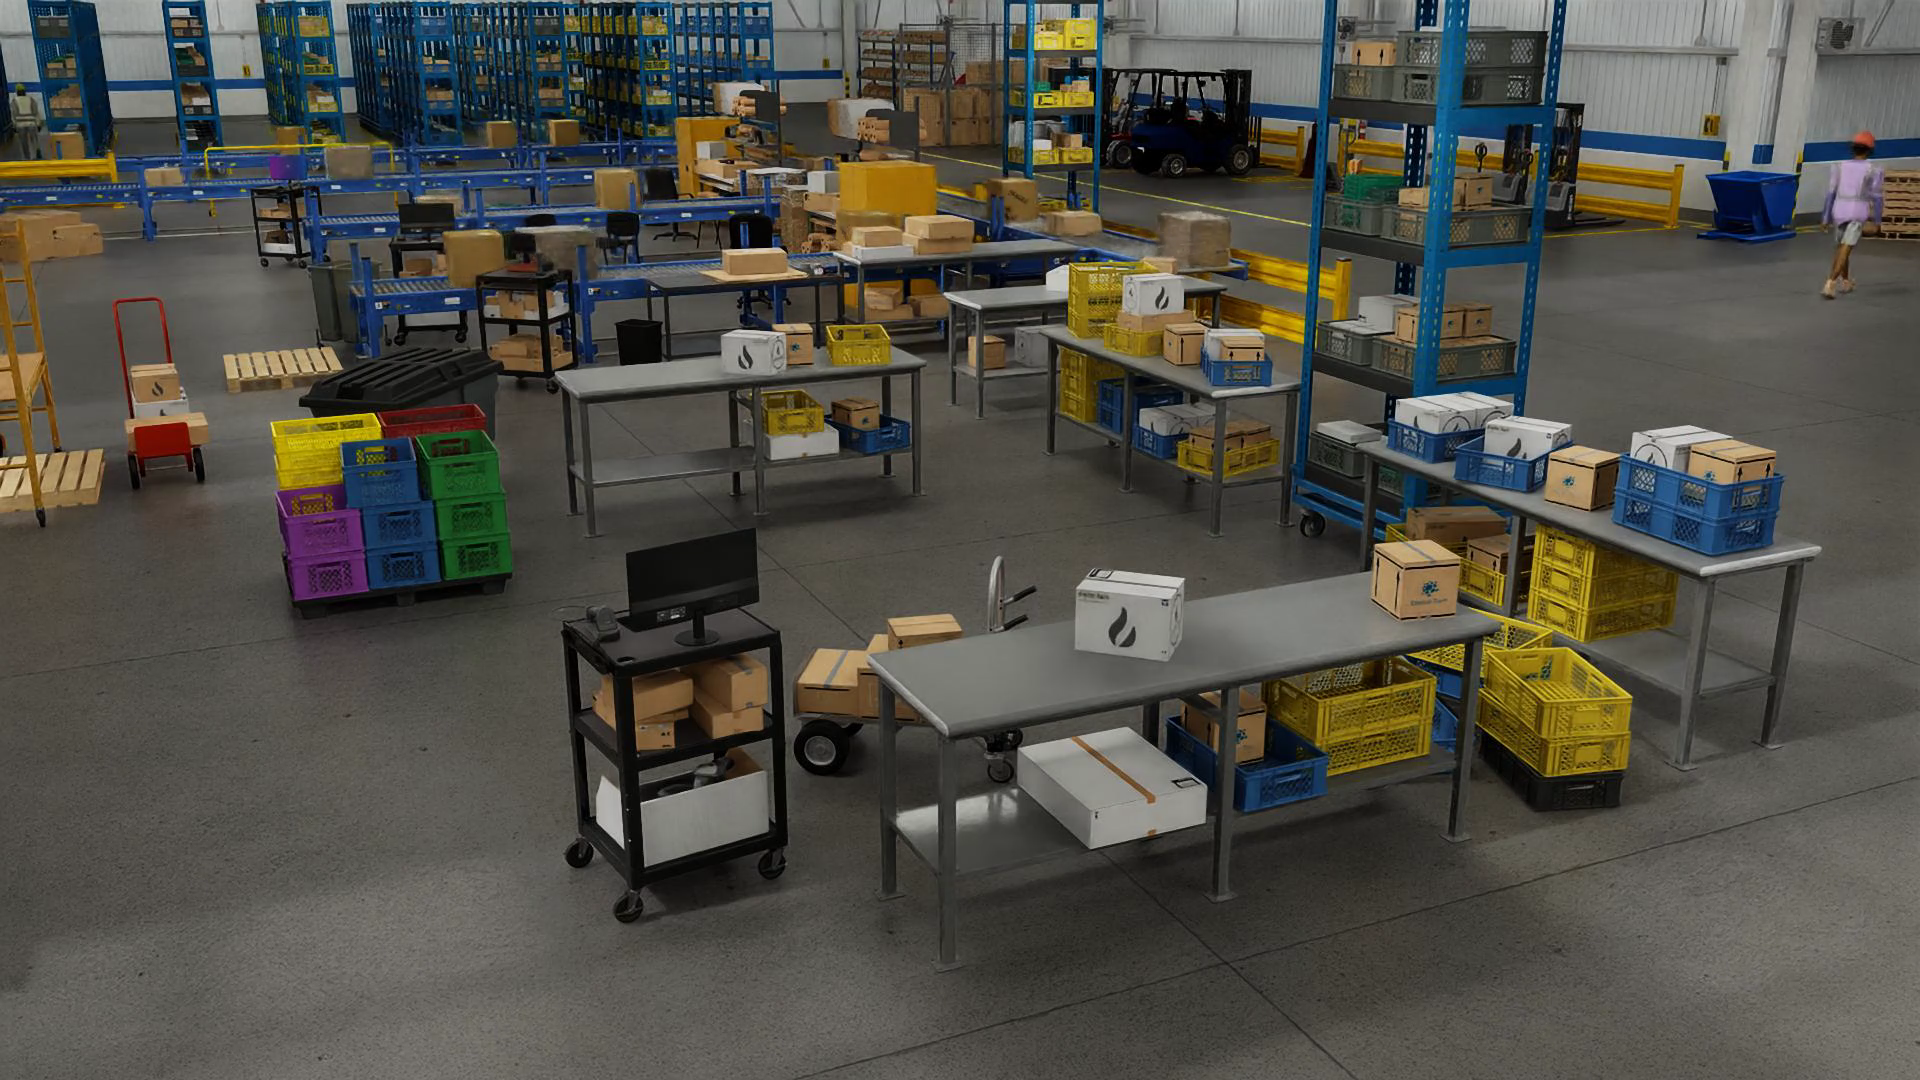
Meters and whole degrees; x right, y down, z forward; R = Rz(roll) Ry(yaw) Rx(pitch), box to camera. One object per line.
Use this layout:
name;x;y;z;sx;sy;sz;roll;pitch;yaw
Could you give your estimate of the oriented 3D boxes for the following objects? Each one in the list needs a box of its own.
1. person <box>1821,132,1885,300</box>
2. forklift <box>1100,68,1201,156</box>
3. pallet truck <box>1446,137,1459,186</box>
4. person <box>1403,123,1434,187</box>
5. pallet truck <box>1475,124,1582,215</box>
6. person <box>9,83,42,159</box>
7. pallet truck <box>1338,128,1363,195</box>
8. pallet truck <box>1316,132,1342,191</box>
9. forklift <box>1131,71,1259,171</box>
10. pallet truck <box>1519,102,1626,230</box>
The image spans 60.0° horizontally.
person;10.801;-3.924;20.164;1.072;1.999;0.622;-15;23;-39
forklift;4.082;-9.564;37.410;2.680;1.987;1.157;-8;19;-23
pallet truck;9.184;-6.485;29.328;1.630;1.274;0.653;-8;19;-23
person;8.388;-7.129;30.372;0.407;1.910;0.640;-13;22;-35
pallet truck;9.707;-6.455;28.103;1.885;1.965;0.823;-7;19;-20
person;-21.473;-9.577;38.240;0.599;1.818;0.499;-14;22;-37
pallet truck;7.845;-7.140;31.411;1.522;1.261;0.704;-9;20;-25
pallet truck;7.723;-7.504;32.656;1.601;1.201;0.680;-8;19;-23
forklift;4.998;-8.936;35.413;2.680;1.987;1.157;-9;20;-25
pallet truck;9.972;-6.037;26.785;1.885;1.965;0.823;-9;20;-25
